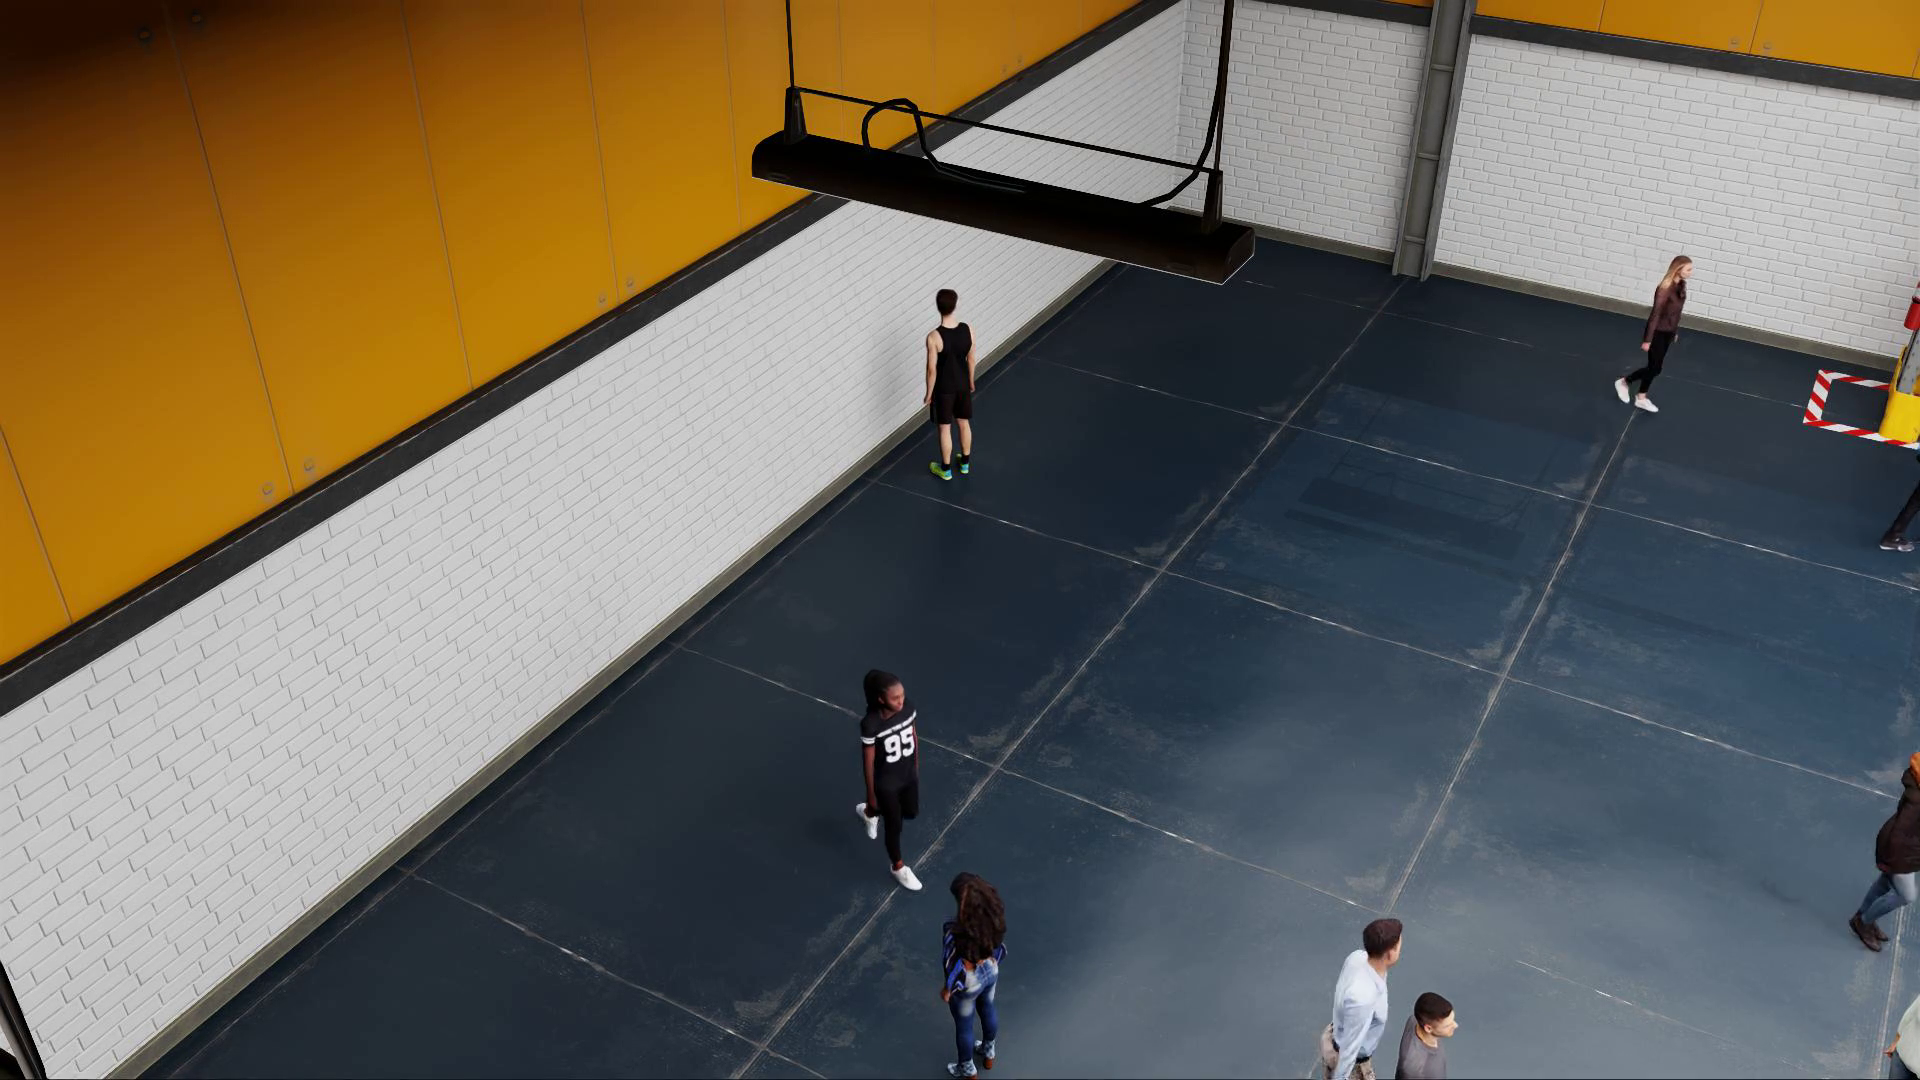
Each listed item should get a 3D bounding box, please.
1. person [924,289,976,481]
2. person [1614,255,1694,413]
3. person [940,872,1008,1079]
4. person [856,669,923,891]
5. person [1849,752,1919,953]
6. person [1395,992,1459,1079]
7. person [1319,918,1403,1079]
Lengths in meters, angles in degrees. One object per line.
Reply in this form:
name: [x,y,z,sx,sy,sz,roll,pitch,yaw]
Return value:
person: [-0.085,-1.441,15.477,0.764,1.892,0.772,-16,37,-22]
person: [6.923,-2.087,16.627,0.701,1.694,0.767,-28,43,-36]
person: [0.072,2.546,9.716,0.668,1.629,0.648,-26,42,-34]
person: [-0.520,1.561,11.121,0.761,1.714,0.991,-28,43,-35]
person: [5.997,1.915,10.668,0.684,1.626,0.667,-29,43,-36]
person: [2.400,3.045,8.847,0.609,1.761,0.668,10,35,14]
person: [2.085,2.851,9.101,0.795,1.801,0.800,10,35,14]
